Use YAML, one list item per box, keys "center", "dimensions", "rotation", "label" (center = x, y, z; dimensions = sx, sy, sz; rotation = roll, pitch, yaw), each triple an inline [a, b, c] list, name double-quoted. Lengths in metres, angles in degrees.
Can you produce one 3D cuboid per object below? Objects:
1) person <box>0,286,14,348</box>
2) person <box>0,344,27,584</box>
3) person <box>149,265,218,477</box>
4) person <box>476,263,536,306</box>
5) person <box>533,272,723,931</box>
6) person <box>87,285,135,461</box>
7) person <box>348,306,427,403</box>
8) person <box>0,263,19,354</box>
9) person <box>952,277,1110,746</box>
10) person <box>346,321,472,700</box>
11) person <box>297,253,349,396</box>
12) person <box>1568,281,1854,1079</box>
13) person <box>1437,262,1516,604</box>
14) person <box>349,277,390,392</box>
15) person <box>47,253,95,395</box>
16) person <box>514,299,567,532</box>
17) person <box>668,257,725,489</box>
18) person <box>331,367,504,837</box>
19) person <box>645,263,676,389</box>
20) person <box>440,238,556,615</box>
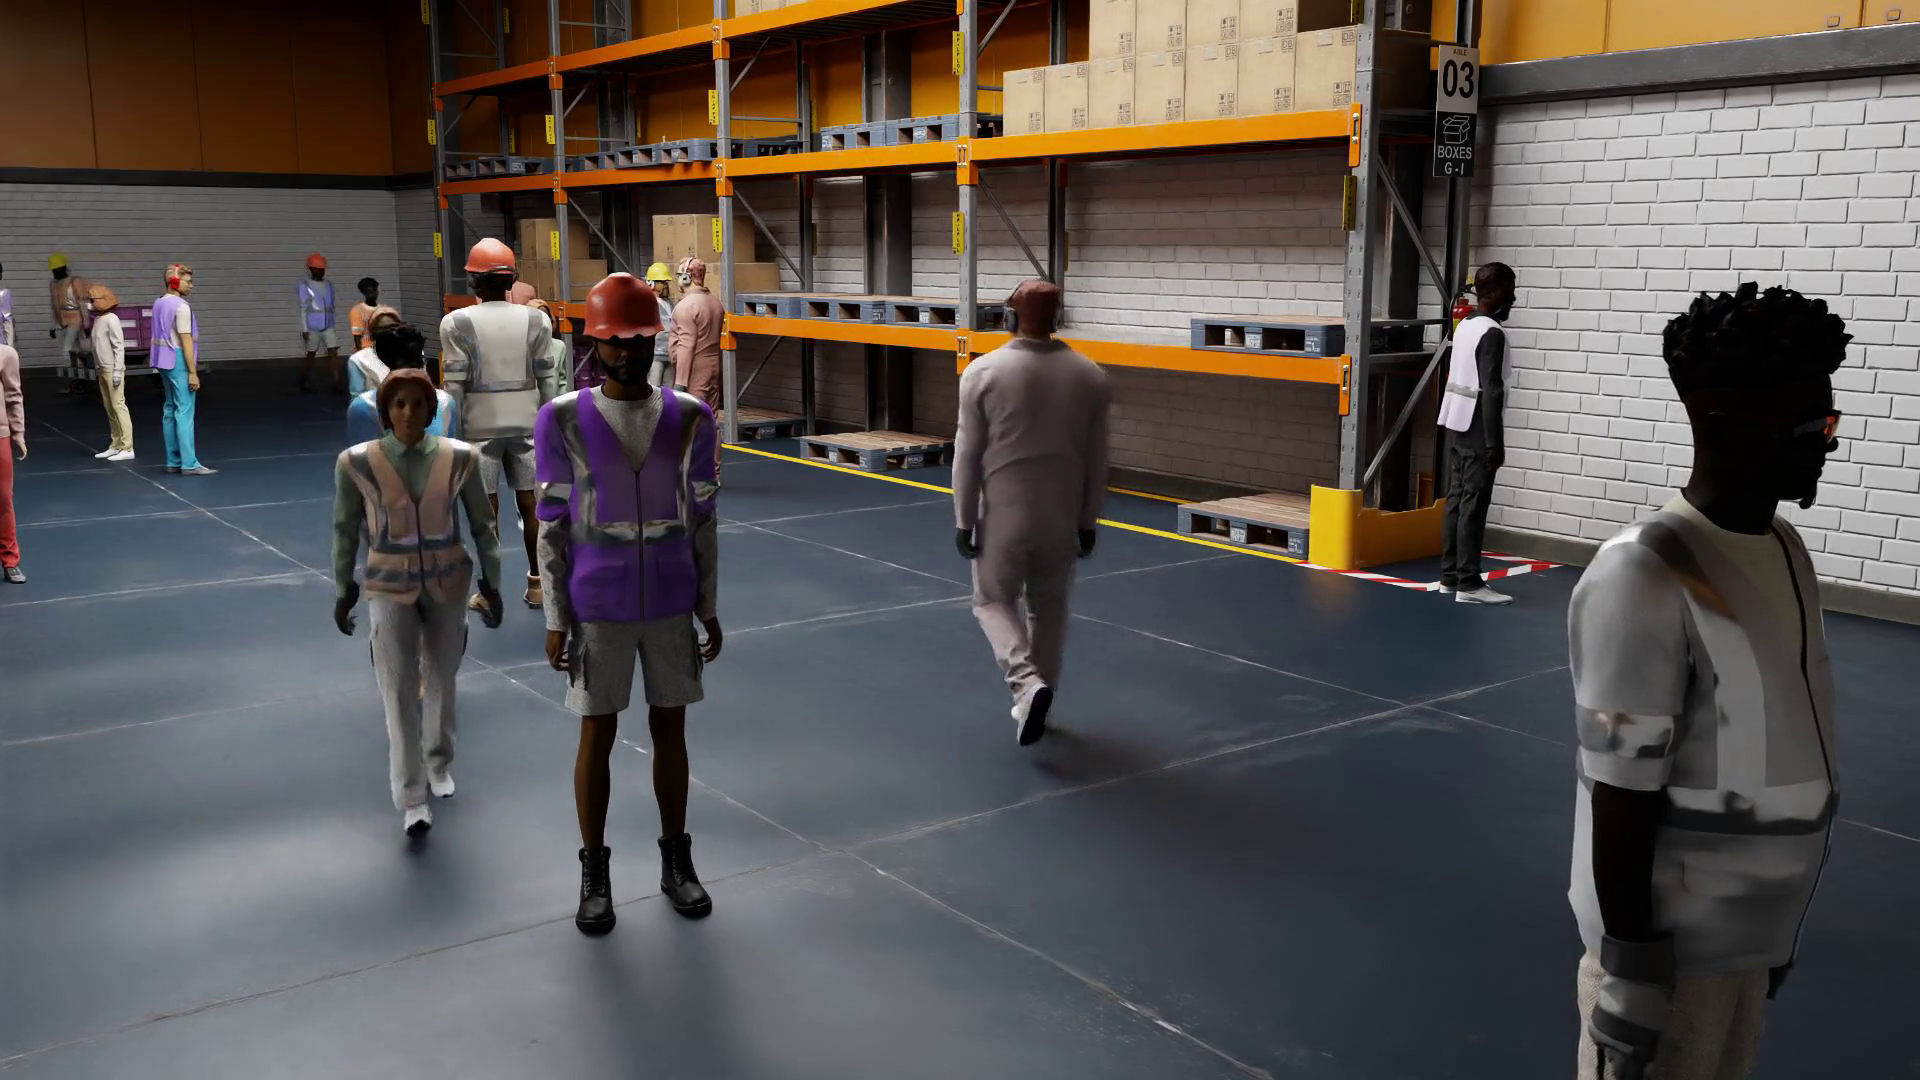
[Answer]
- center: [-10.331, -2.069, 17.591]
  dimensions: [0.586, 1.928, 0.369]
  rotation: [-5, 11, -24]
  label: "person"
- center: [-5.786, -0.590, 9.786]
  dimensions: [0.524, 1.760, 0.328]
  rotation: [-7, 12, -32]
  label: "person"
- center: [-6.820, -1.468, 14.484]
  dimensions: [0.564, 1.837, 0.395]
  rotation: [9, 14, 41]
  label: "person"
- center: [-4.397, -1.846, 16.165]
  dimensions: [0.622, 1.990, 0.398]
  rotation: [-8, 13, -36]
  label: "person"
- center: [-0.967, 0.186, 4.934]
  dimensions: [0.548, 1.938, 0.358]
  rotation: [-4, 11, -22]
  label: "person"
- center: [-7.973, -1.561, 15.577]
  dimensions: [0.508, 1.631, 0.264]
  rotation: [10, 14, 43]
  label: "person"
- center: [-3.597, -0.662, 10.531]
  dimensions: [0.539, 1.626, 0.422]
  rotation: [-8, 13, -40]
  label: "person"
- center: [-11.039, -2.276, 18.974]
  dimensions: [0.447, 1.847, 0.546]
  rotation: [7, 12, 35]
  label: "person"
- center: [0.297, -0.099, 6.678]
  dimensions: [0.647, 1.893, 0.673]
  rotation: [-3, 11, -19]
  label: "person"
- center: [-2.463, -0.129, 7.412]
  dimensions: [0.540, 1.683, 0.419]
  rotation: [-10, 14, -44]
  label: "person"
- center: [-8.593, -2.874, 22.216]
  dimensions: [0.983, 1.895, 0.560]
  rotation: [8, 13, 37]
  label: "person"
- center: [1.163, 0.585, 2.622]
  dimensions: [0.362, 1.965, 0.611]
  rotation: [9, 14, 43]
  label: "person"
- center: [2.924, -0.603, 9.425]
  dimensions: [0.398, 1.915, 0.588]
  rotation: [0, 10, 0]
  label: "person"
- center: [-6.395, -2.023, 18.073]
  dimensions: [0.463, 1.656, 0.564]
  rotation: [7, 12, 32]
  label: "person"
- center: [-12.016, -2.898, 22.333]
  dimensions: [0.636, 1.882, 0.713]
  rotation: [5, 11, 27]
  label: "person"
- center: [-2.960, -0.874, 11.724]
  dimensions: [0.285, 1.634, 0.499]
  rotation: [8, 13, 40]
  label: "person"
- center: [-2.156, -1.325, 13.487]
  dimensions: [0.408, 1.909, 0.638]
  rotation: [3, 11, 16]
  label: "person"
- center: [-1.878, 0.202, 5.802]
  dimensions: [0.558, 1.592, 0.857]
  rotation: [-5, 11, -25]
  label: "person"
- center: [-2.970, -1.828, 16.509]
  dimensions: [0.404, 1.830, 0.602]
  rotation: [5, 11, 24]
  label: "person"
- center: [-2.519, -0.615, 9.112]
  dimensions: [0.615, 2.047, 0.360]
  rotation: [-6, 12, -30]
  label: "person"
